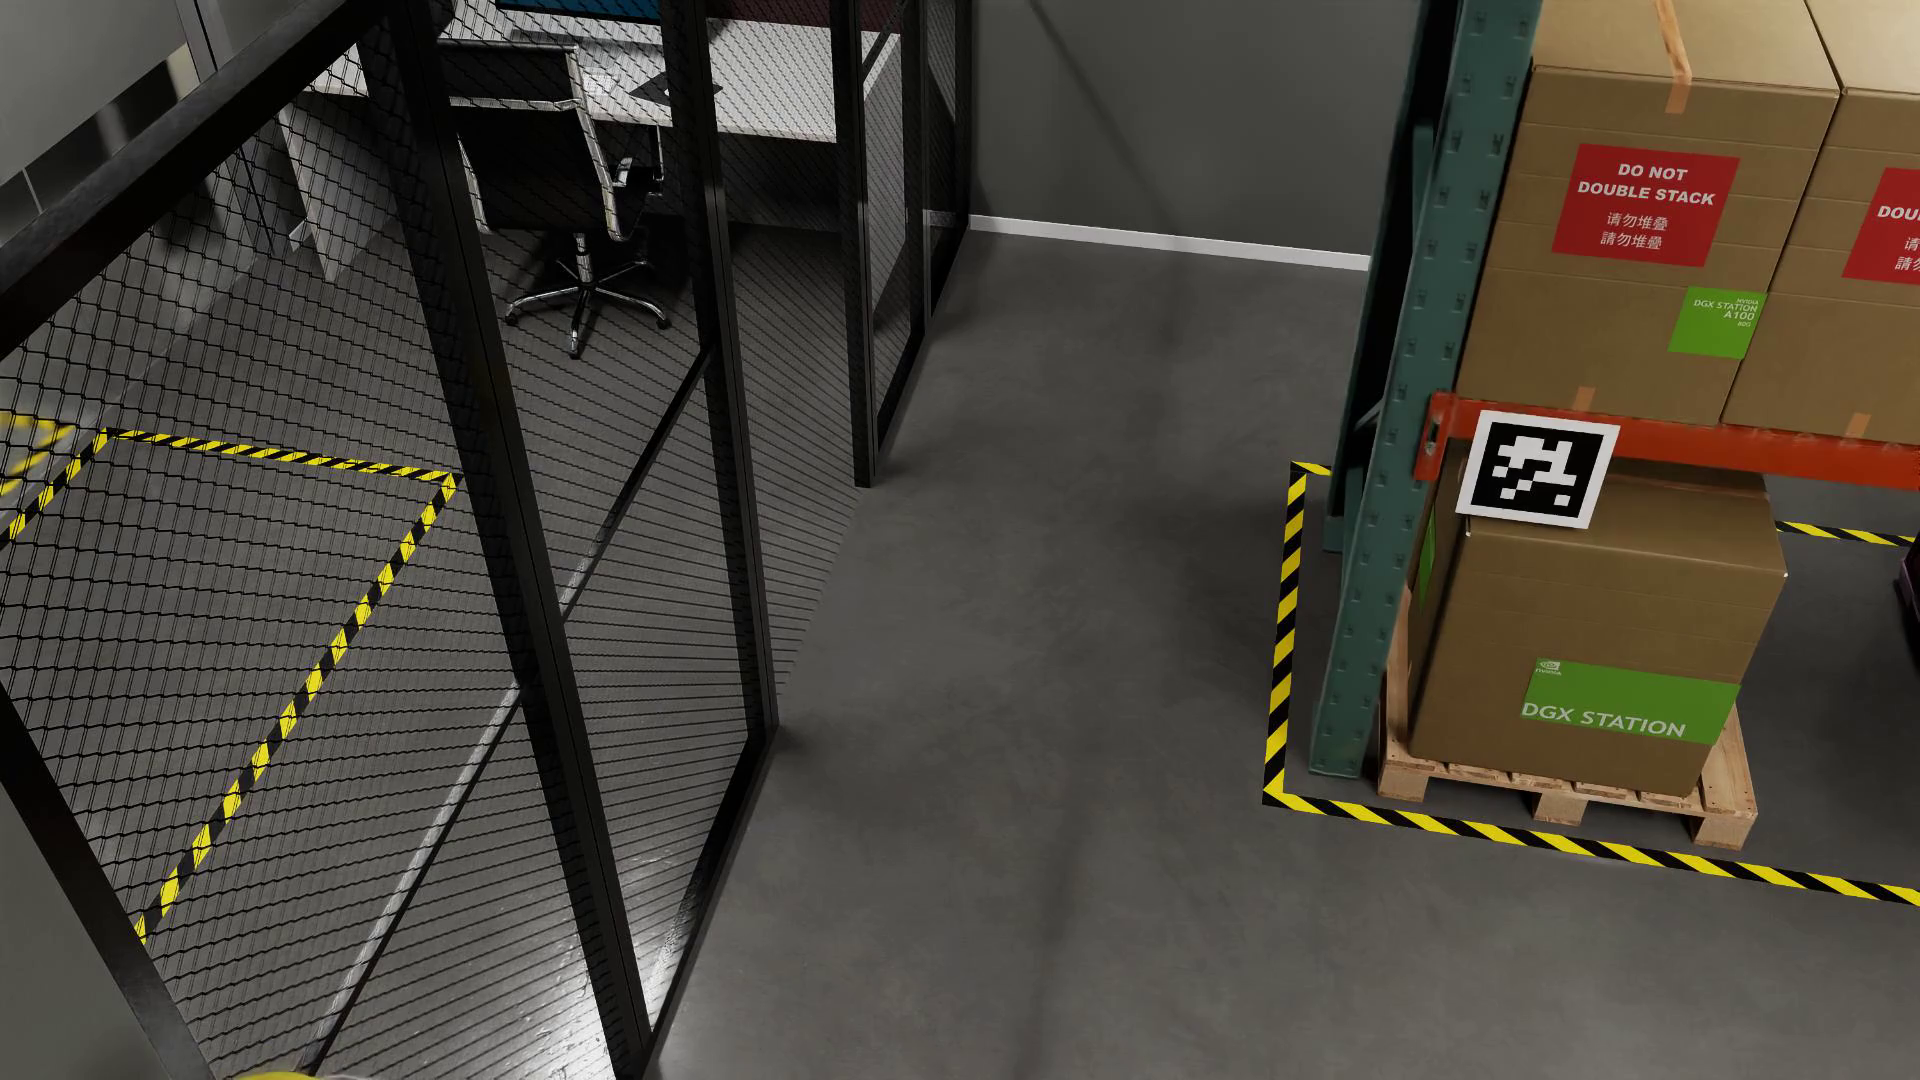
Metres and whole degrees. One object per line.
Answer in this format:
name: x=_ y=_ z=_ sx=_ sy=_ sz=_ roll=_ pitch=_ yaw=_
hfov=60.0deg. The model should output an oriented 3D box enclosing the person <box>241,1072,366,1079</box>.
person: x=-0.678 y=1.232 z=2.159 sx=0.599 sy=1.830 sz=0.404 roll=13 pitch=43 yaw=14
